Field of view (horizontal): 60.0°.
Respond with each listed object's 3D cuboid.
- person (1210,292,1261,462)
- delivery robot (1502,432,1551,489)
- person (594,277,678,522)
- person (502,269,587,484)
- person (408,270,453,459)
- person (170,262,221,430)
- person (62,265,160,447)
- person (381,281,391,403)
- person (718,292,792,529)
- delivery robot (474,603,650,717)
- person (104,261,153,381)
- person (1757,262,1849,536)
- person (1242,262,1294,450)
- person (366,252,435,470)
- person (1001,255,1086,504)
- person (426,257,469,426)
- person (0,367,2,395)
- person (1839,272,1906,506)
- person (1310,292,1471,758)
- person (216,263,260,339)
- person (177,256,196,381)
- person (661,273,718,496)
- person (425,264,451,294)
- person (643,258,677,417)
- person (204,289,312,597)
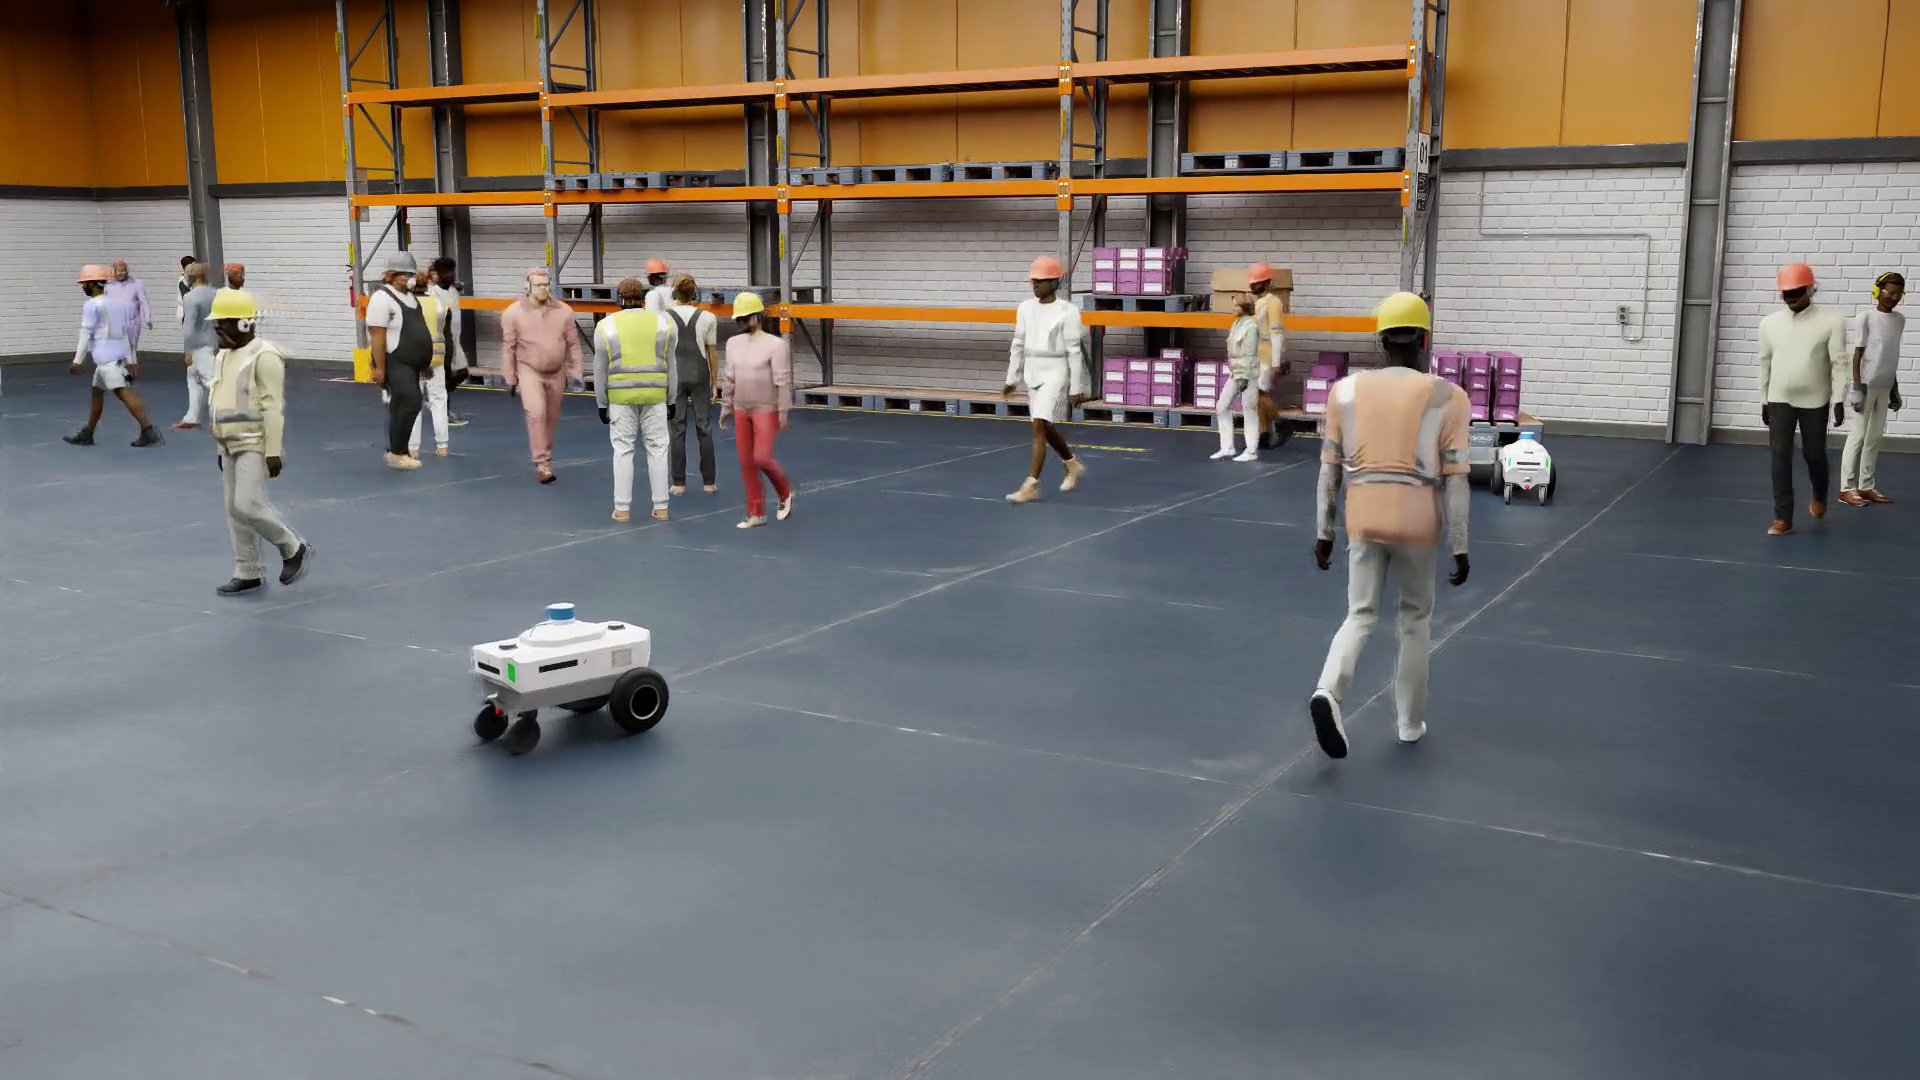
[{"bbox_3d":[2.629,-1.547,15.916,0.563,1.619,0.538,-2,10,-13],"label":"person"},{"bbox_3d":[4.608,-0.636,13.538,0.477,0.478,0.707,3,10,15],"label":"delivery robot"},{"bbox_3d":[-2.438,-1.048,12.530,0.624,1.837,0.429,-3,11,-18],"label":"person"},{"bbox_3d":[-3.613,-1.425,14.569,0.646,1.865,0.944,-7,12,-35],"label":"person"},{"bbox_3d":[-5.278,-1.717,16.282,0.627,1.844,0.429,-7,12,-33],"label":"person"},{"bbox_3d":[-8.395,-2.153,18.589,0.959,1.908,0.640,0,10,0],"label":"person"},{"bbox_3d":[-8.782,-1.885,17.149,1.042,1.883,0.549,0,10,-2],"label":"person"},{"bbox_3d":[-7.501,-2.663,22.045,0.317,1.695,0.540,6,12,30],"label":"person"},{"bbox_3d":[-1.490,-0.944,12.205,0.525,1.741,0.415,6,12,30],"label":"person"},{"bbox_3d":[-1.677,0.511,7.039,0.707,0.478,0.477,-9,14,-43],"label":"delivery robot"},{"bbox_3d":[-12.883,-3.380,25.719,0.655,1.841,1.033,-6,12,-31],"label":"person"},{"bbox_3d":[6.115,-1.032,12.069,0.633,1.960,0.805,9,13,40],"label":"person"},{"bbox_3d":[3.047,-1.836,16.744,0.492,1.912,0.586,-1,10,-8],"label":"person"},{"bbox_3d":[-5.137,-1.660,15.395,0.556,2.000,0.684,1,10,4],"label":"person"},{"bbox_3d":[0.749,-1.322,13.615,1.002,2.011,0.627,-10,14,-44],"label":"person"},{"bbox_3d":[-5.936,-2.287,19.193,0.462,1.948,0.639,2,10,12],"label":"person"},{"bbox_3d":[-13.547,-2.887,22.917,0.430,1.841,0.624,4,11,24],"label":"person"},{"bbox_3d":[7.358,-1.207,13.337,0.521,1.865,0.336,-4,11,-21],"label":"person"},{"bbox_3d":[1.725,-0.049,6.718,0.627,1.893,0.778,6,11,29],"label":"person"},{"bbox_3d":[-8.494,-2.328,19.652,0.464,1.868,0.603,2,10,13],"label":"person"},{"bbox_3d":[-11.862,-3.410,25.651,0.386,1.918,0.595,-3,10,-17],"label":"person"},{"bbox_3d":[-2.265,-1.286,13.827,0.507,1.846,0.351,-2,10,-12],"label":"person"},{"bbox_3d":[-7.175,-2.881,22.901,0.454,1.827,0.605,7,12,36],"label":"person"},{"bbox_3d":[-3.555,-2.387,19.844,0.502,1.918,0.589,5,11,28],"label":"person"},{"bbox_3d":[-4.201,-0.568,9.838,0.615,1.817,0.449,8,13,37],"label":"person"}]
